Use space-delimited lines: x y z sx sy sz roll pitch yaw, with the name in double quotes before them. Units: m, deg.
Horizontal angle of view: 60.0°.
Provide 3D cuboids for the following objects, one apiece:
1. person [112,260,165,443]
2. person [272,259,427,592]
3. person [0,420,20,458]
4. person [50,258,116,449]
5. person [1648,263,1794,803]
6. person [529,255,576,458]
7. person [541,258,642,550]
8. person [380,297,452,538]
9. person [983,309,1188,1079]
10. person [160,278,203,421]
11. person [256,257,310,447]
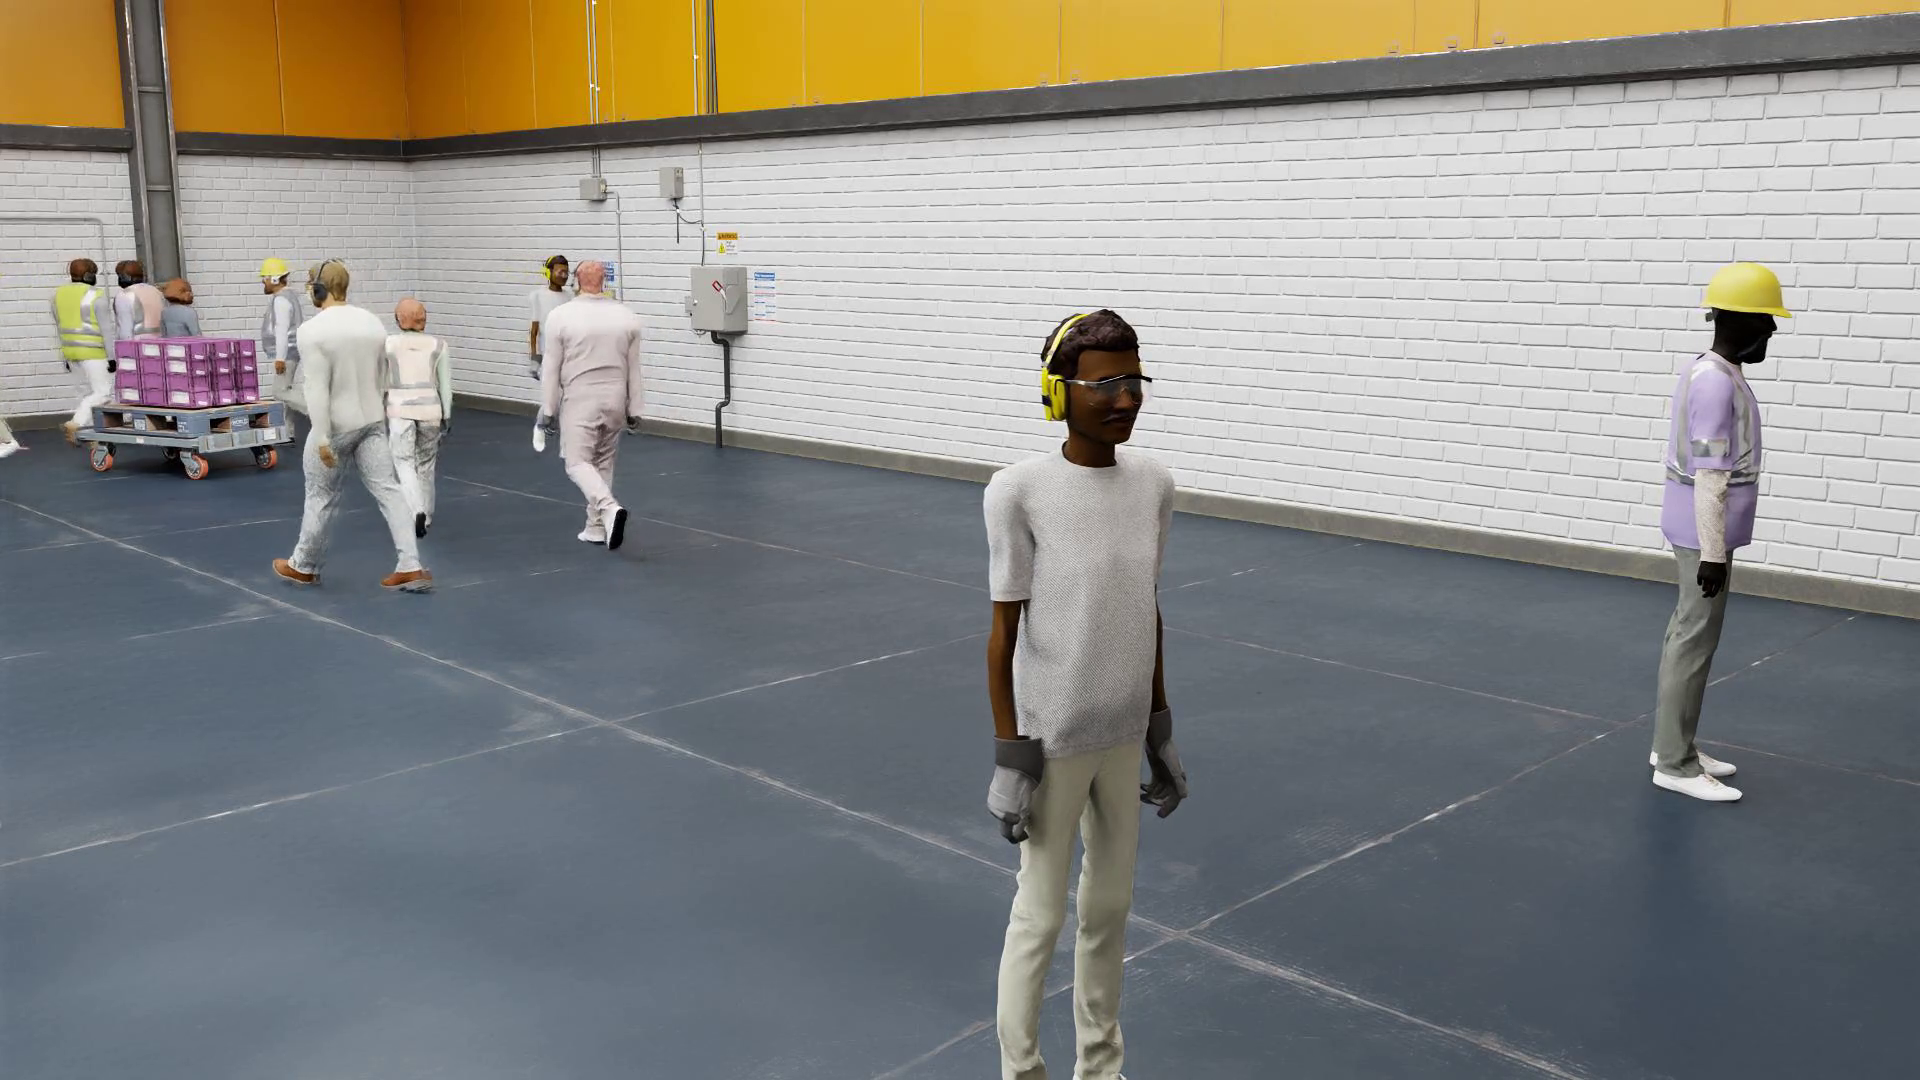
"person" -7.896 -1.812 16.129 0.958 1.792 0.617 3 11 14
"person" -3.490 -0.634 9.441 1.039 1.893 0.628 6 12 28
"person" -8.902 -1.628 14.973 0.519 1.840 0.631 8 13 39
"person" -8.231 -1.724 15.586 0.626 1.821 0.668 3 11 17
"person" 2.742 -0.030 6.024 0.380 1.923 0.595 4 11 22
"person" -3.670 -1.649 15.061 0.538 1.851 0.532 -8 13 -39
"person" -2.316 -0.857 10.657 0.657 1.882 0.778 -9 14 -40
"person" -3.700 -0.837 11.277 0.524 1.608 0.766 -5 11 -24
"person" 0.279 0.444 3.593 0.512 1.870 0.328 -8 13 -36
"person" -7.507 -1.714 16.034 0.509 1.612 0.590 6 12 30
"person" -6.377 -1.784 15.890 0.571 1.813 0.602 -4 11 -20
